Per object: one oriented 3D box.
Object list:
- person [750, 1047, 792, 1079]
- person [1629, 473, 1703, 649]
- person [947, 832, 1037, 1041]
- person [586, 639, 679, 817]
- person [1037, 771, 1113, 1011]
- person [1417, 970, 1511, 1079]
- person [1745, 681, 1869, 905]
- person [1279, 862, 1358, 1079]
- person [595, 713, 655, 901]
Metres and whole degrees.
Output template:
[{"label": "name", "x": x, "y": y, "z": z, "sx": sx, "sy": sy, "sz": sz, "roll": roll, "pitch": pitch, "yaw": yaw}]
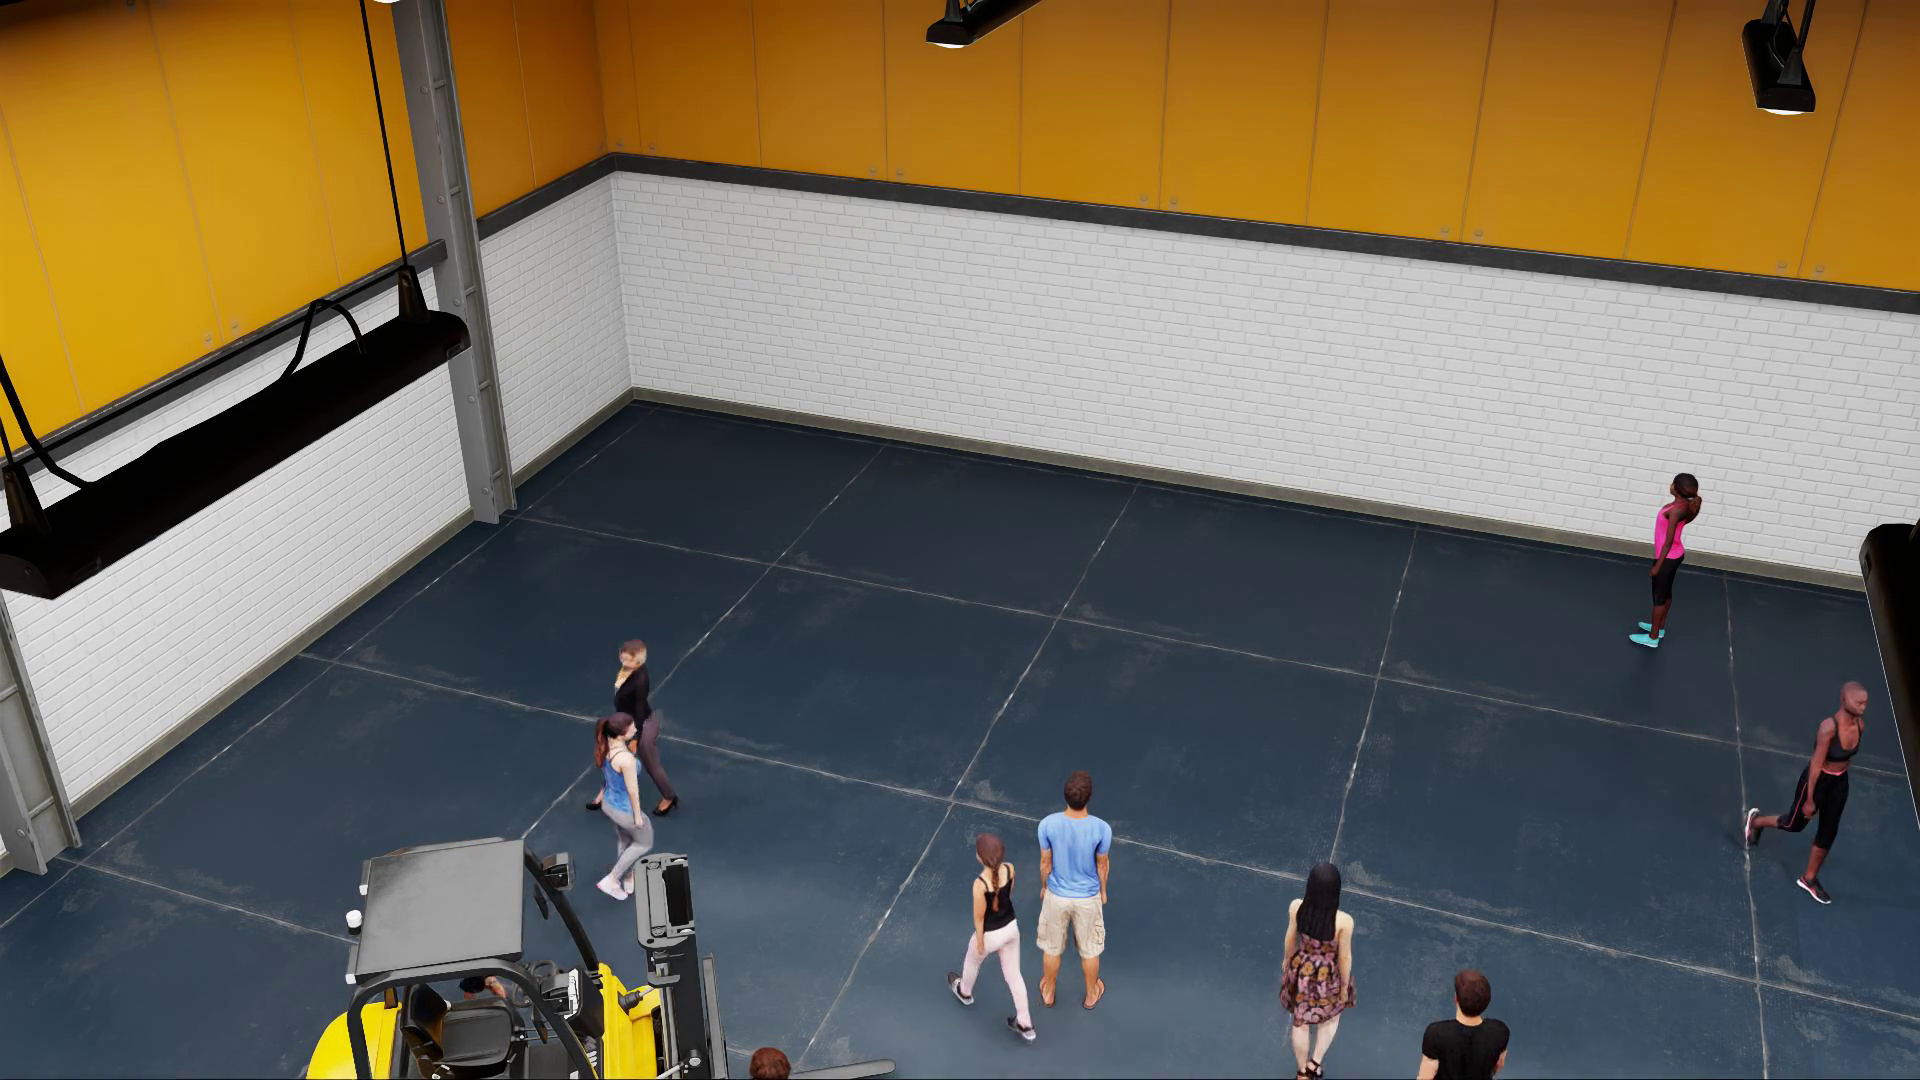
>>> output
[{"label": "person", "x": -0.975, "y": 3.459, "z": 9.132, "sx": 0.612, "sy": 1.646, "sz": 0.718, "roll": -22, "pitch": 35, "yaw": -34}, {"label": "person", "x": 6.428, "y": 0.167, "z": 15.086, "sx": 0.689, "sy": 1.723, "sz": 0.585, "roll": 22, "pitch": 35, "yaw": 34}, {"label": "person", "x": 0.284, "y": 2.598, "z": 10.833, "sx": 0.994, "sy": 1.529, "sz": 0.969, "roll": -18, "pitch": 33, "yaw": -29}, {"label": "person", "x": -2.375, "y": 1.469, "z": 12.788, "sx": 1.030, "sy": 1.638, "sz": 0.955, "roll": -10, "pitch": 30, "yaw": -17}, {"label": "person", "x": 0.750, "y": 2.325, "z": 10.983, "sx": 0.695, "sy": 1.864, "sz": 0.647, "roll": 3, "pitch": 29, "yaw": 6}, {"label": "person", "x": 2.810, "y": 3.255, "z": 9.332, "sx": 0.917, "sy": 1.811, "sz": 1.299, "roll": 1, "pitch": 29, "yaw": 2}, {"label": "person", "x": 6.230, "y": 1.755, "z": 12.158, "sx": 0.995, "sy": 1.739, "sz": 1.110, "roll": -10, "pitch": 30, "yaw": -17}, {"label": "person", "x": 2.176, "y": 2.765, "z": 10.279, "sx": 0.692, "sy": 1.765, "sz": 0.736, "roll": 15, "pitch": 32, "yaw": 25}, {"label": "person", "x": -2.480, "y": 1.948, "z": 11.954, "sx": 0.830, "sy": 1.596, "sz": 0.743, "roll": -22, "pitch": 35, "yaw": -34}]
